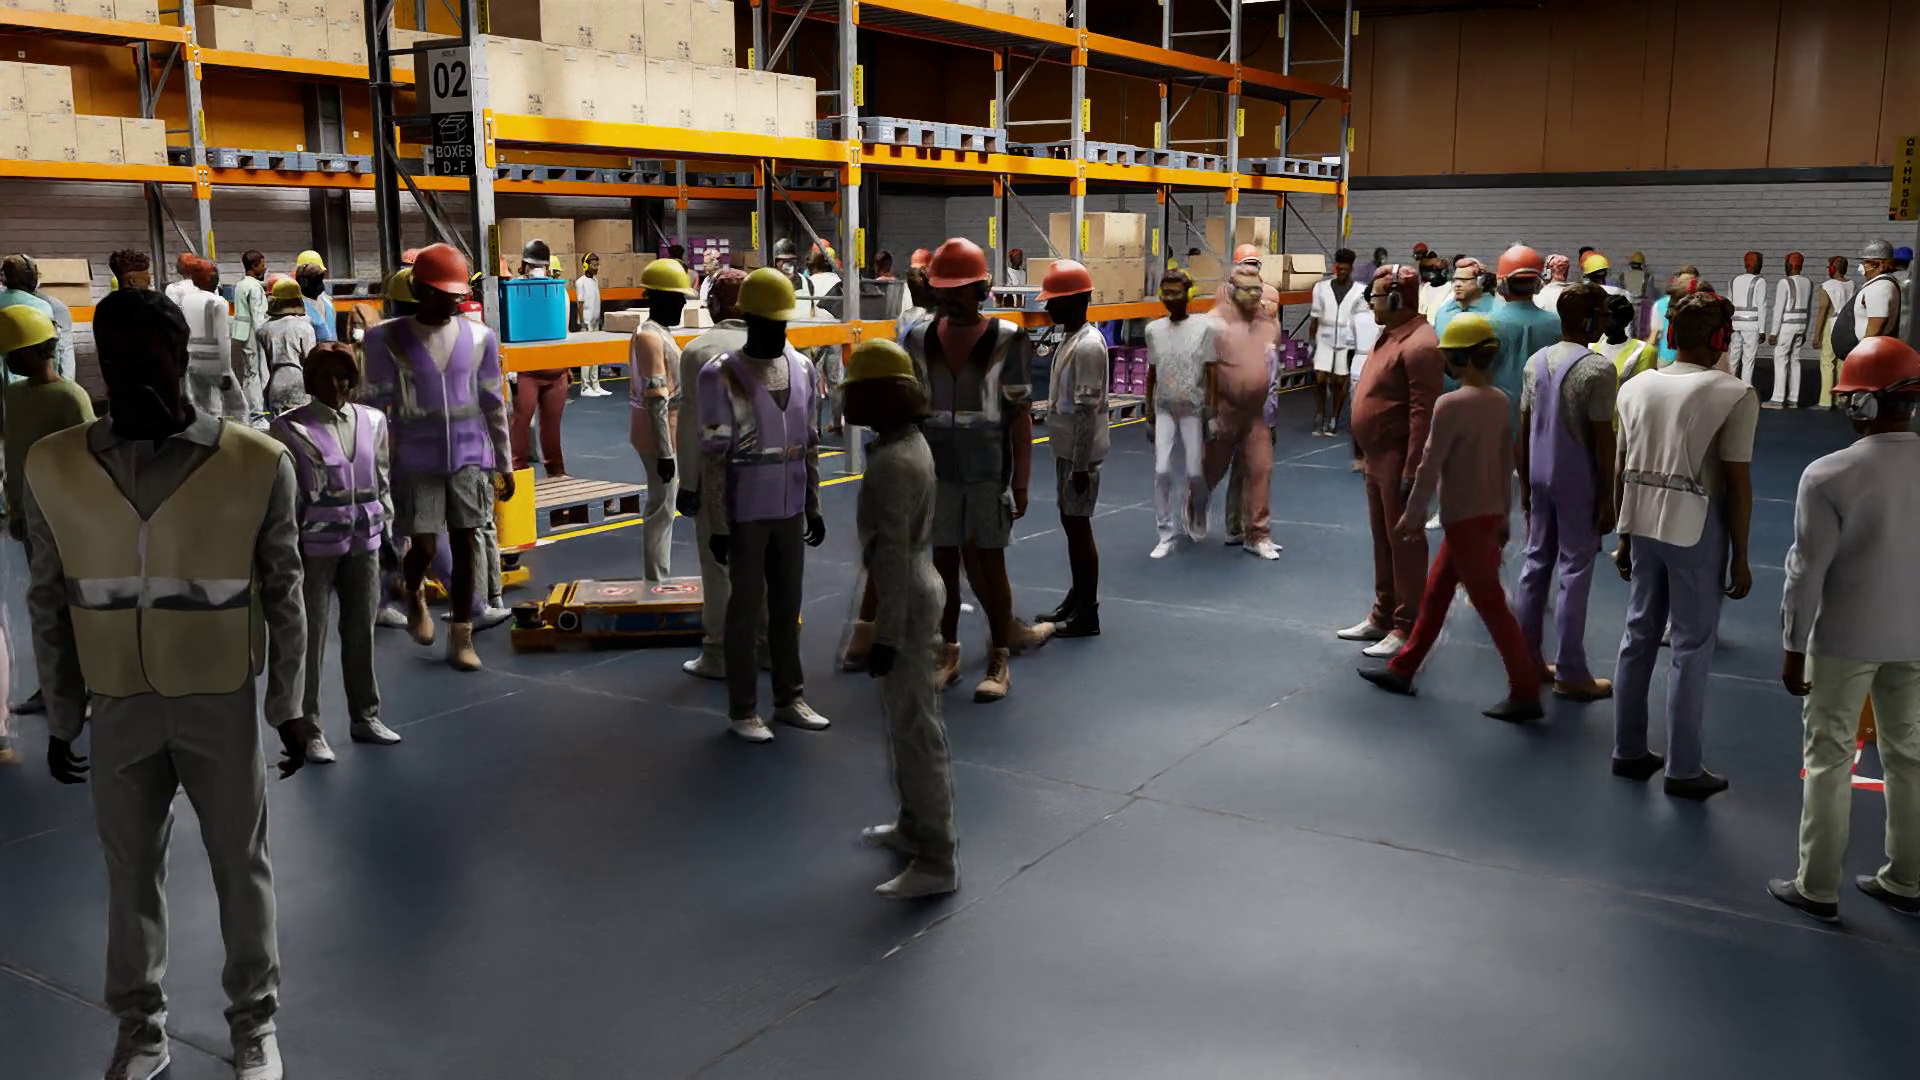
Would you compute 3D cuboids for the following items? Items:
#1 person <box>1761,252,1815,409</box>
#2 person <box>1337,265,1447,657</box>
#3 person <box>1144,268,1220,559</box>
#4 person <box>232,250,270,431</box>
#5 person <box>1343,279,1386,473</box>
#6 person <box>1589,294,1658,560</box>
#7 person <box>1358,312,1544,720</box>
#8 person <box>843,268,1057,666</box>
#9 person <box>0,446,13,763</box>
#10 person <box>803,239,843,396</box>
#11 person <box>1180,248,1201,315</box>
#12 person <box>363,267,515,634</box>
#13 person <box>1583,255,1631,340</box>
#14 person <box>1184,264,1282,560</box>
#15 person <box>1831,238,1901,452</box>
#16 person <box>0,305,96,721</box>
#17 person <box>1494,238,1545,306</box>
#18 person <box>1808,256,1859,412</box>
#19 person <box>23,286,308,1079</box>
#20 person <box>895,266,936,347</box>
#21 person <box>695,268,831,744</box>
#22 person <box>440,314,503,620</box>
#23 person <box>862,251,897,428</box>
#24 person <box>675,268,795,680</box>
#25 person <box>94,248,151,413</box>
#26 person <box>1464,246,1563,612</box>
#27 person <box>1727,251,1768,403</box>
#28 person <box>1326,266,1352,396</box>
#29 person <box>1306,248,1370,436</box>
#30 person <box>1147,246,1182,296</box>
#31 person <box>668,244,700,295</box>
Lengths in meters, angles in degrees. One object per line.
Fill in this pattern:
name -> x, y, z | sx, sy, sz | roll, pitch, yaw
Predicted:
person -> 9.983, -2.513, 20.017 | 0.584, 1.879, 0.369 | -5, 11, -26
person -> 2.107, -0.381, 8.130 | 0.401, 1.905, 0.642 | -1, 10, -3
person -> 1.440, -0.821, 10.707 | 0.530, 1.852, 0.628 | 4, 11, 23
person -> -7.511, -2.107, 17.670 | 0.392, 1.912, 0.589 | -7, 13, -35
person -> 3.596, -1.402, 14.372 | 0.443, 1.690, 0.567 | -10, 14, -43
person -> 4.163, -0.723, 10.621 | 0.319, 1.686, 0.539 | -8, 13, -38
person -> 2.151, -0.109, 7.125 | 0.912, 1.715, 0.523 | 9, 13, 40
person -> -0.082, -0.368, 7.880 | 1.090, 1.973, 0.620 | -5, 11, -24
person -> -4.076, -0.116, 6.474 | 0.873, 1.958, 0.664 | 5, 11, 27
person -> -1.756, -2.842, 21.403 | 0.606, 2.036, 0.407 | -6, 12, -29
person -> 3.704, -3.669, 26.352 | 0.594, 1.896, 0.594 | 7, 13, 36
person -> -2.724, -0.447, 8.535 | 0.952, 1.876, 0.610 | 1, 10, 7
person -> 6.437, -1.930, 16.781 | 0.596, 1.878, 0.932 | 5, 11, 24
person -> 1.769, -0.847, 10.800 | 0.651, 1.878, 0.887 | -4, 11, -19
person -> 8.223, -1.717, 15.143 | 0.538, 2.000, 0.684 | 6, 12, 31
person -> -3.825, -0.104, 6.995 | 0.525, 1.758, 0.340 | 5, 12, 27
person -> 5.657, -2.064, 17.068 | 0.674, 2.000, 0.535 | 0, 10, 2
person -> 10.372, -2.434, 19.699 | 0.566, 1.838, 0.384 | -4, 11, -22
person -> -1.830, 0.374, 3.896 | 0.590, 1.920, 0.398 | -2, 10, -11
person -> -0.241, -0.919, 11.266 | 0.345, 1.846, 0.508 | -7, 12, -35
person -> -0.784, -0.133, 6.734 | 0.399, 1.913, 0.591 | 9, 14, 42
person -> -2.630, -0.392, 8.937 | 0.323, 1.630, 0.528 | 0, 10, -2
person -> -0.780, -2.097, 17.633 | 0.601, 1.906, 0.386 | -8, 13, -38
person -> -1.044, -0.303, 7.730 | 0.653, 1.896, 0.400 | -10, 14, -43
person -> -5.619, -0.993, 11.341 | 0.613, 1.963, 0.362 | 7, 13, 35
person -> 3.016, -0.594, 9.057 | 0.622, 1.990, 0.402 | 0, 10, 1
person -> 9.678, -2.599, 20.463 | 0.340, 1.882, 0.585 | -4, 11, -19
person -> 4.947, -2.750, 21.700 | 0.571, 1.743, 0.353 | -4, 11, -23
person -> 3.861, -2.005, 17.022 | 0.636, 1.933, 0.646 | 3, 11, 17
person -> 3.628, -4.221, 29.349 | 0.647, 1.929, 0.439 | 3, 11, 19
person -> -3.920, -3.139, 23.225 | 0.603, 1.967, 0.366 | -6, 12, -29
